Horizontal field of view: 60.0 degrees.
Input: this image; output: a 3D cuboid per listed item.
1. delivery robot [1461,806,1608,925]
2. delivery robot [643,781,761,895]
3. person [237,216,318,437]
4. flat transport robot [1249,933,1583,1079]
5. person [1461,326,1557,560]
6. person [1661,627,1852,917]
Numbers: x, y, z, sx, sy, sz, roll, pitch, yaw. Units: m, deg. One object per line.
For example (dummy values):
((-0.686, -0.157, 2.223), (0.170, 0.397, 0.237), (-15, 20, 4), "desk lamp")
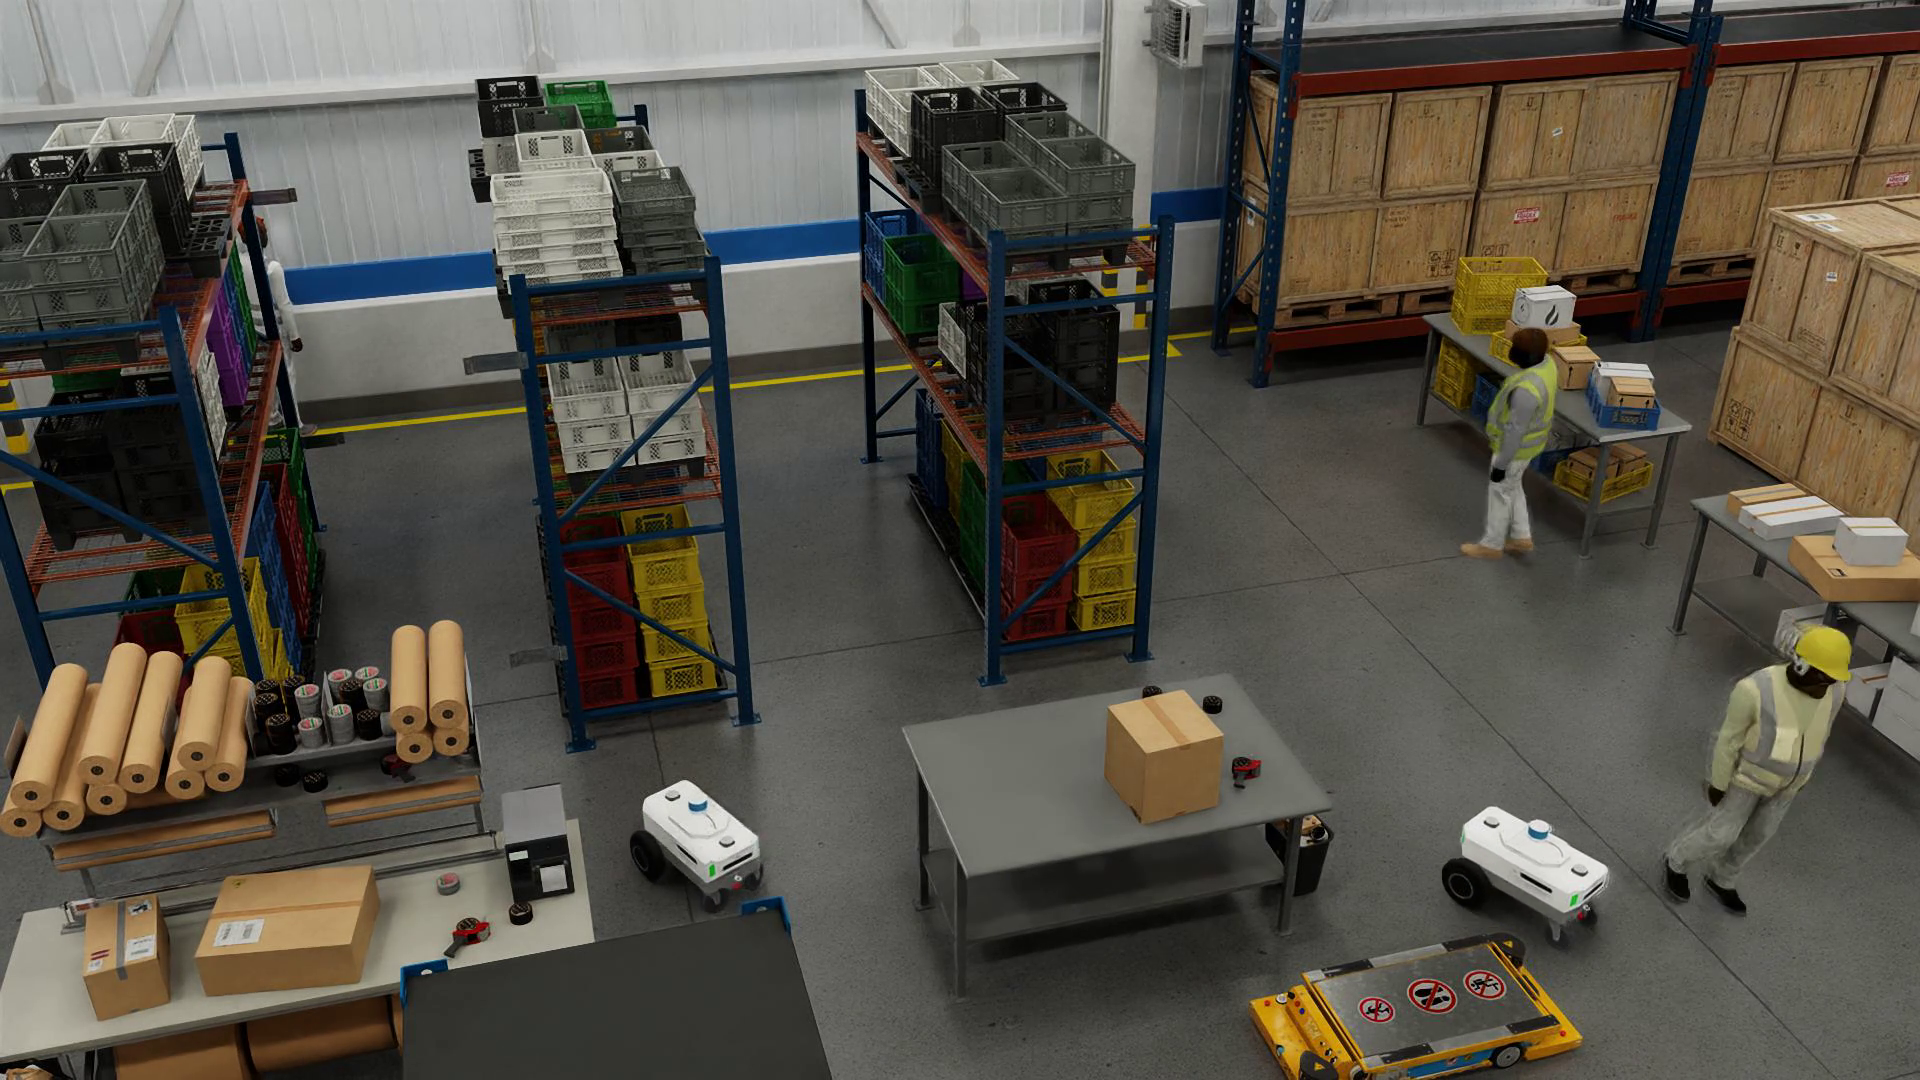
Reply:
((2.988, 1.682, 8.686), (0.477, 0.478, 0.707), (-23, 36, -35), "delivery robot")
((-1.383, 1.572, 8.886), (0.477, 0.478, 0.707), (-23, 36, -35), "delivery robot")
((-5.645, -1.723, 13.620), (0.574, 1.876, 0.340), (15, 32, 26), "person")
((2.184, 2.282, 7.980), (1.431, 0.197, 0.652), (-8, 30, -14), "flat transport robot")
((3.921, -0.671, 11.752), (0.443, 1.837, 0.654), (15, 32, 25), "person")
((4.089, 1.168, 8.439), (0.594, 1.792, 0.522), (-4, 29, -7), "person")
